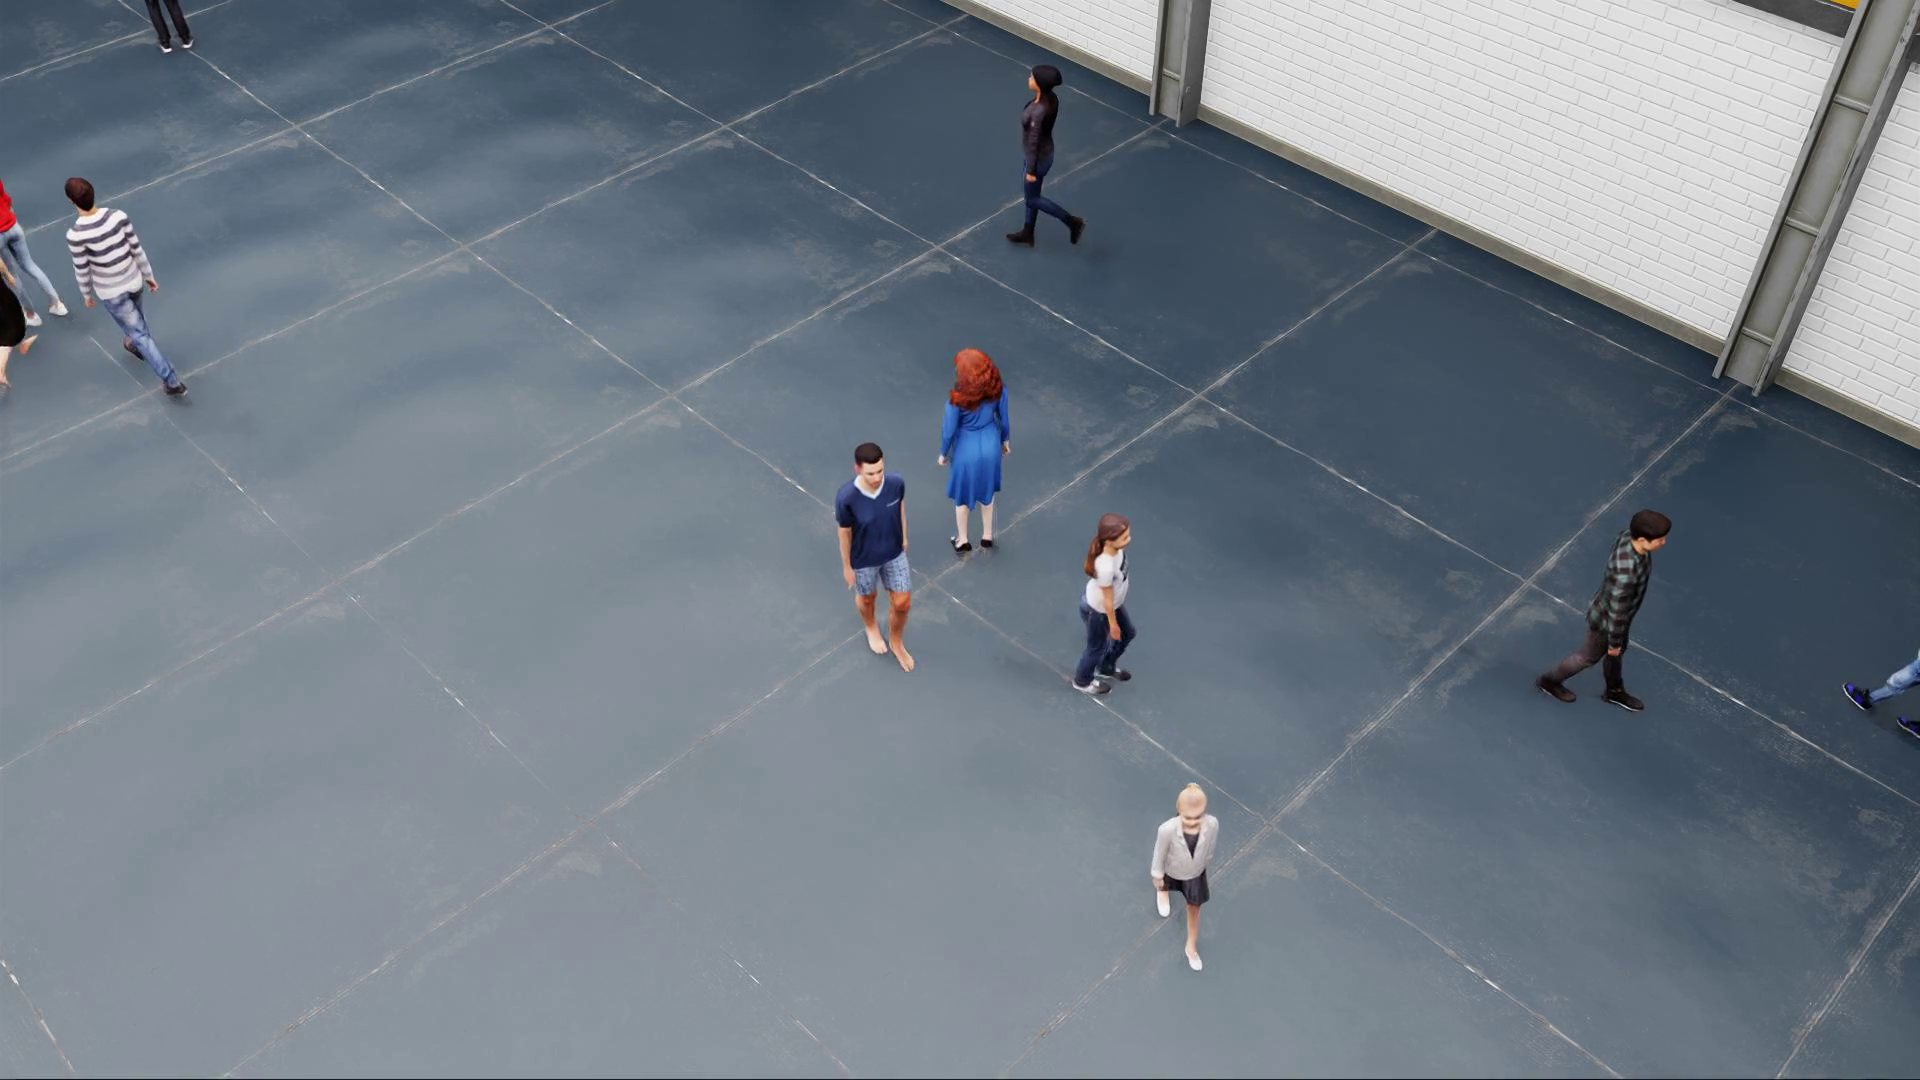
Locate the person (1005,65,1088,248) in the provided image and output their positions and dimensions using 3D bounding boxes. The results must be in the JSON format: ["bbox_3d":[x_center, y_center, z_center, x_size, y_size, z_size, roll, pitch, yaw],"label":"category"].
[{"bbox_3d":[0.756,-3.246,14.297,1.068,1.732,0.918,10,45,11],"label":"person"}]

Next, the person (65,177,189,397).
[{"bbox_3d":[-6.420,-1.901,12.840,1.277,1.796,0.779,28,50,26],"label":"person"}]

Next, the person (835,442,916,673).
[{"bbox_3d":[-0.580,0.021,10.798,0.798,1.829,0.880,-15,46,-15],"label":"person"}]

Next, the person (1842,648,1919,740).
[{"bbox_3d":[6.170,0.799,10.410,0.568,1.237,0.821,-28,50,-26],"label":"person"}]

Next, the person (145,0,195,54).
[{"bbox_3d":[-8.322,-5.871,17.042,0.658,1.747,0.653,-15,46,-15],"label":"person"}]

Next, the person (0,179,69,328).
[{"bbox_3d":[-7.782,-2.481,13.508,0.781,1.713,0.749,13,45,13],"label":"person"}]

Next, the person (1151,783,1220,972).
[{"bbox_3d":[1.245,1.772,9.385,0.840,1.242,0.914,-2,44,-2],"label":"person"}]

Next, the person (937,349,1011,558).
[{"bbox_3d":[0.100,-0.571,11.428,0.750,1.818,0.740,-9,44,-9],"label":"person"}]

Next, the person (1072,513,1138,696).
[{"bbox_3d":[0.849,0.406,10.599,0.734,1.545,0.676,9,44,9],"label":"person"}]

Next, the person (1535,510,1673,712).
[{"bbox_3d":[4.062,0.434,10.497,1.016,1.691,0.865,20,47,20],"label":"person"}]

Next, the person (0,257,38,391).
[{"bbox_3d":[-7.671,-1.934,13.017,1.001,1.599,1.050,0,44,0],"label":"person"}]
